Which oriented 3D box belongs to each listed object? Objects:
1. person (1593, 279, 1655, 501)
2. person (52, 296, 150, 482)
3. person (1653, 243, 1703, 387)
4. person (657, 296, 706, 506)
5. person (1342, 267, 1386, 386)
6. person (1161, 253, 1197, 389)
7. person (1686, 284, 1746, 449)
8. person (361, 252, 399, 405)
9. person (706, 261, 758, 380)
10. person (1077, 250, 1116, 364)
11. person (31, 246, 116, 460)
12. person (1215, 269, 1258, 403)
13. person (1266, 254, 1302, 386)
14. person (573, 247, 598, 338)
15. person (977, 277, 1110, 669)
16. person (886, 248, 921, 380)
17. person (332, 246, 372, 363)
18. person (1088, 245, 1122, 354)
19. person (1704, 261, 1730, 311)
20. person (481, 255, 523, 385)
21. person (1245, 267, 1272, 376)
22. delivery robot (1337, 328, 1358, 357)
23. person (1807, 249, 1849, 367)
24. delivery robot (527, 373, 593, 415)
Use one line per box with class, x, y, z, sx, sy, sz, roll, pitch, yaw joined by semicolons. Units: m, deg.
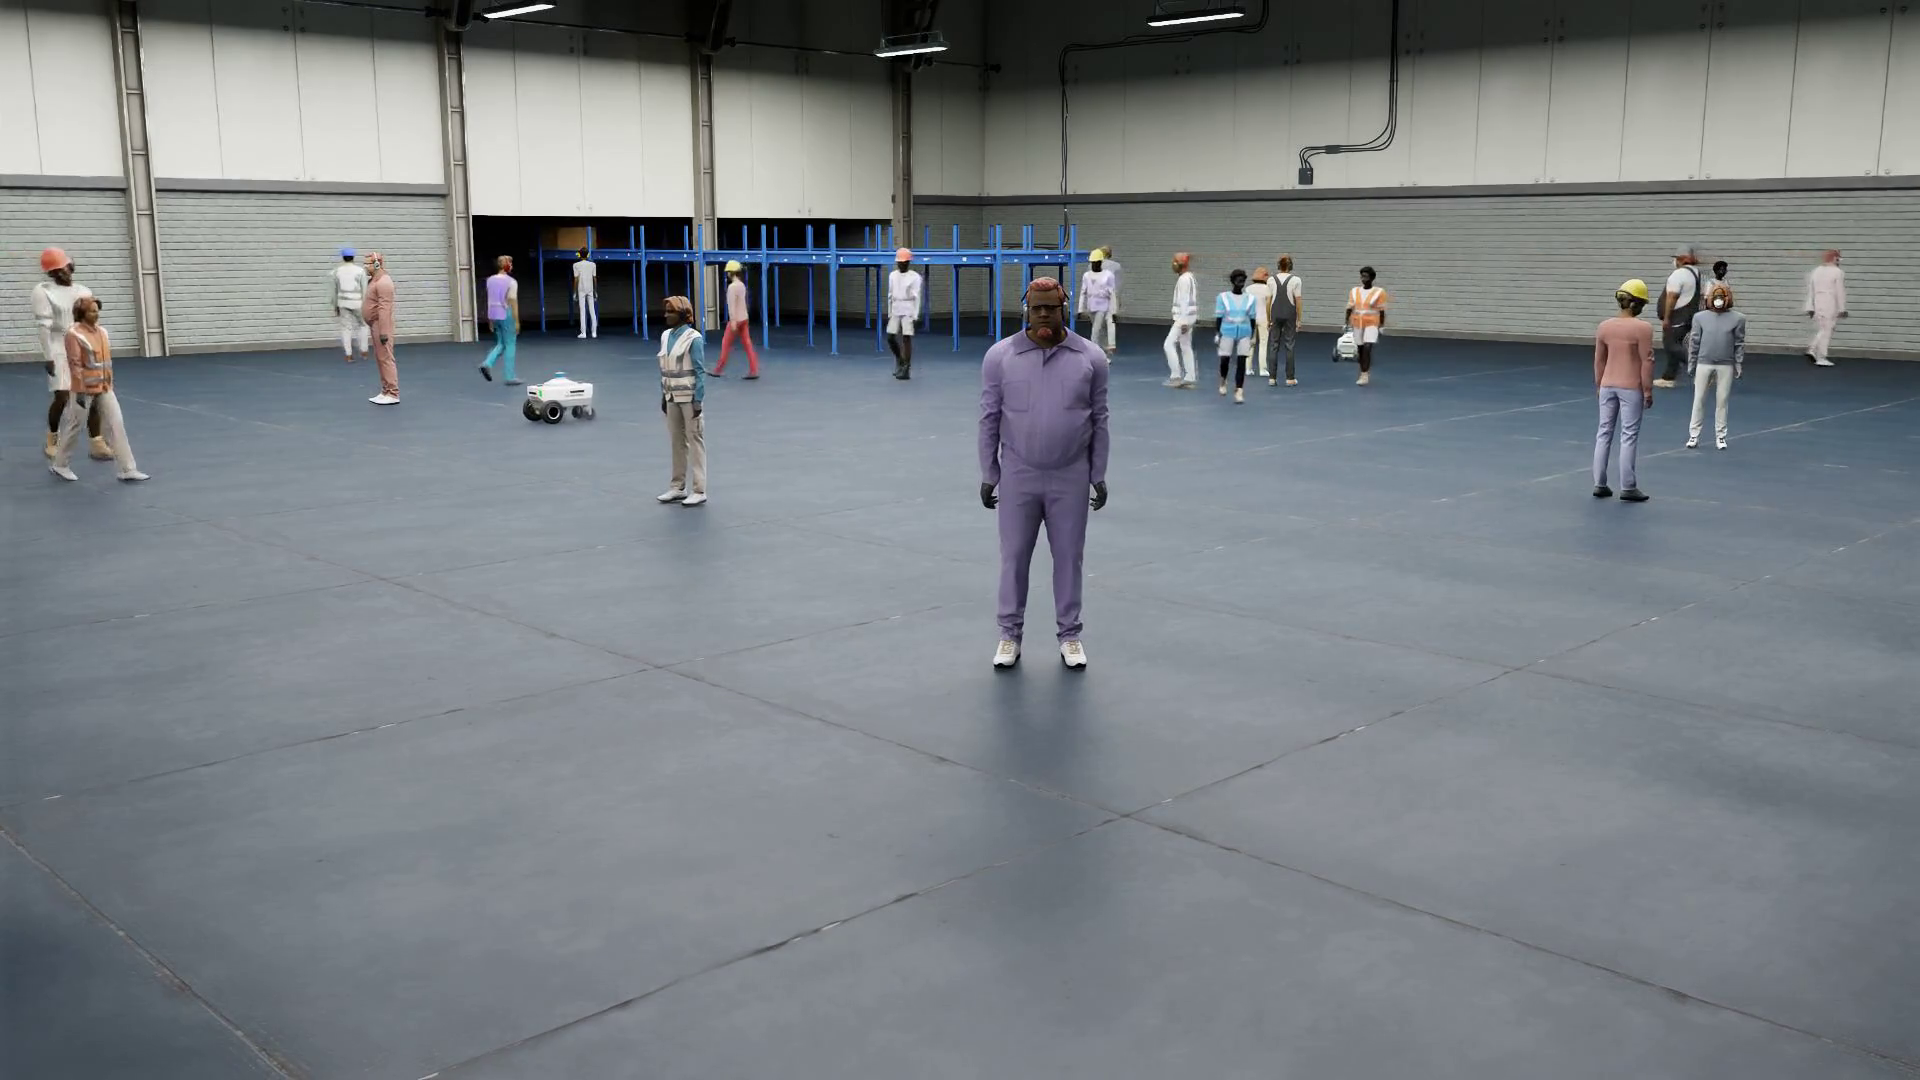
person;5.343;-1.204;13.369;0.327;1.760;0.524;-6;12;-32
person;-7.494;-1.294;14.298;0.861;1.596;0.532;2;11;12
person;10.044;-3.101;23.051;0.746;2.000;0.692;10;14;44
person;-2.183;-1.100;13.115;0.514;1.641;0.315;10;15;44
person;5.645;-2.986;23.333;0.550;1.669;0.767;8;13;39
person;3.007;-3.029;23.019;0.624;1.863;0.619;2;11;13
person;7.527;-1.731;16.578;0.508;1.632;0.265;5;11;24
person;-7.330;-2.666;20.976;0.402;1.899;0.641;-5;12;-26
person;-3.376;-3.230;24.499;0.875;1.727;0.546;3;11;18
person;2.190;-3.727;26.800;0.611;1.871;0.984;9;14;41
person;-8.350;-1.743;15.608;0.571;2.009;0.696;4;11;20
person;3.504;-2.601;21.141;0.547;1.686;0.478;0;10;-1
person;4.574;-3.107;23.505;0.507;1.846;0.344;4;11;23
person;-7.761;-5.122;34.418;0.521;1.874;0.328;-6;12;-29
person;0.411;-0.321;8.141;0.651;1.906;0.409;0;10;0
person;-0.840;-3.333;24.506;0.580;1.926;0.390;6;12;31
person;-10.196;-3.964;27.968;0.640;1.917;0.774;0;10;0
person;2.594;-4.306;29.784;0.627;1.940;0.371;3;11;17
person;12.535;-3.777;27.582;0.530;1.689;0.322;-5;12;-25
person;-6.475;-3.098;23.493;0.564;1.834;0.500;7;13;35
person;4.516;-3.297;25.138;0.497;1.630;0.270;9;14;40
delivery robot;6.608;-3.330;28.092;0.477;0.478;0.707;5;11;23
person;14.079;-3.755;26.906;0.443;1.889;0.656;-2;11;-11
delivery robot;-4.584;-1.679;19.090;0.707;0.478;0.477;-9;14;-41
